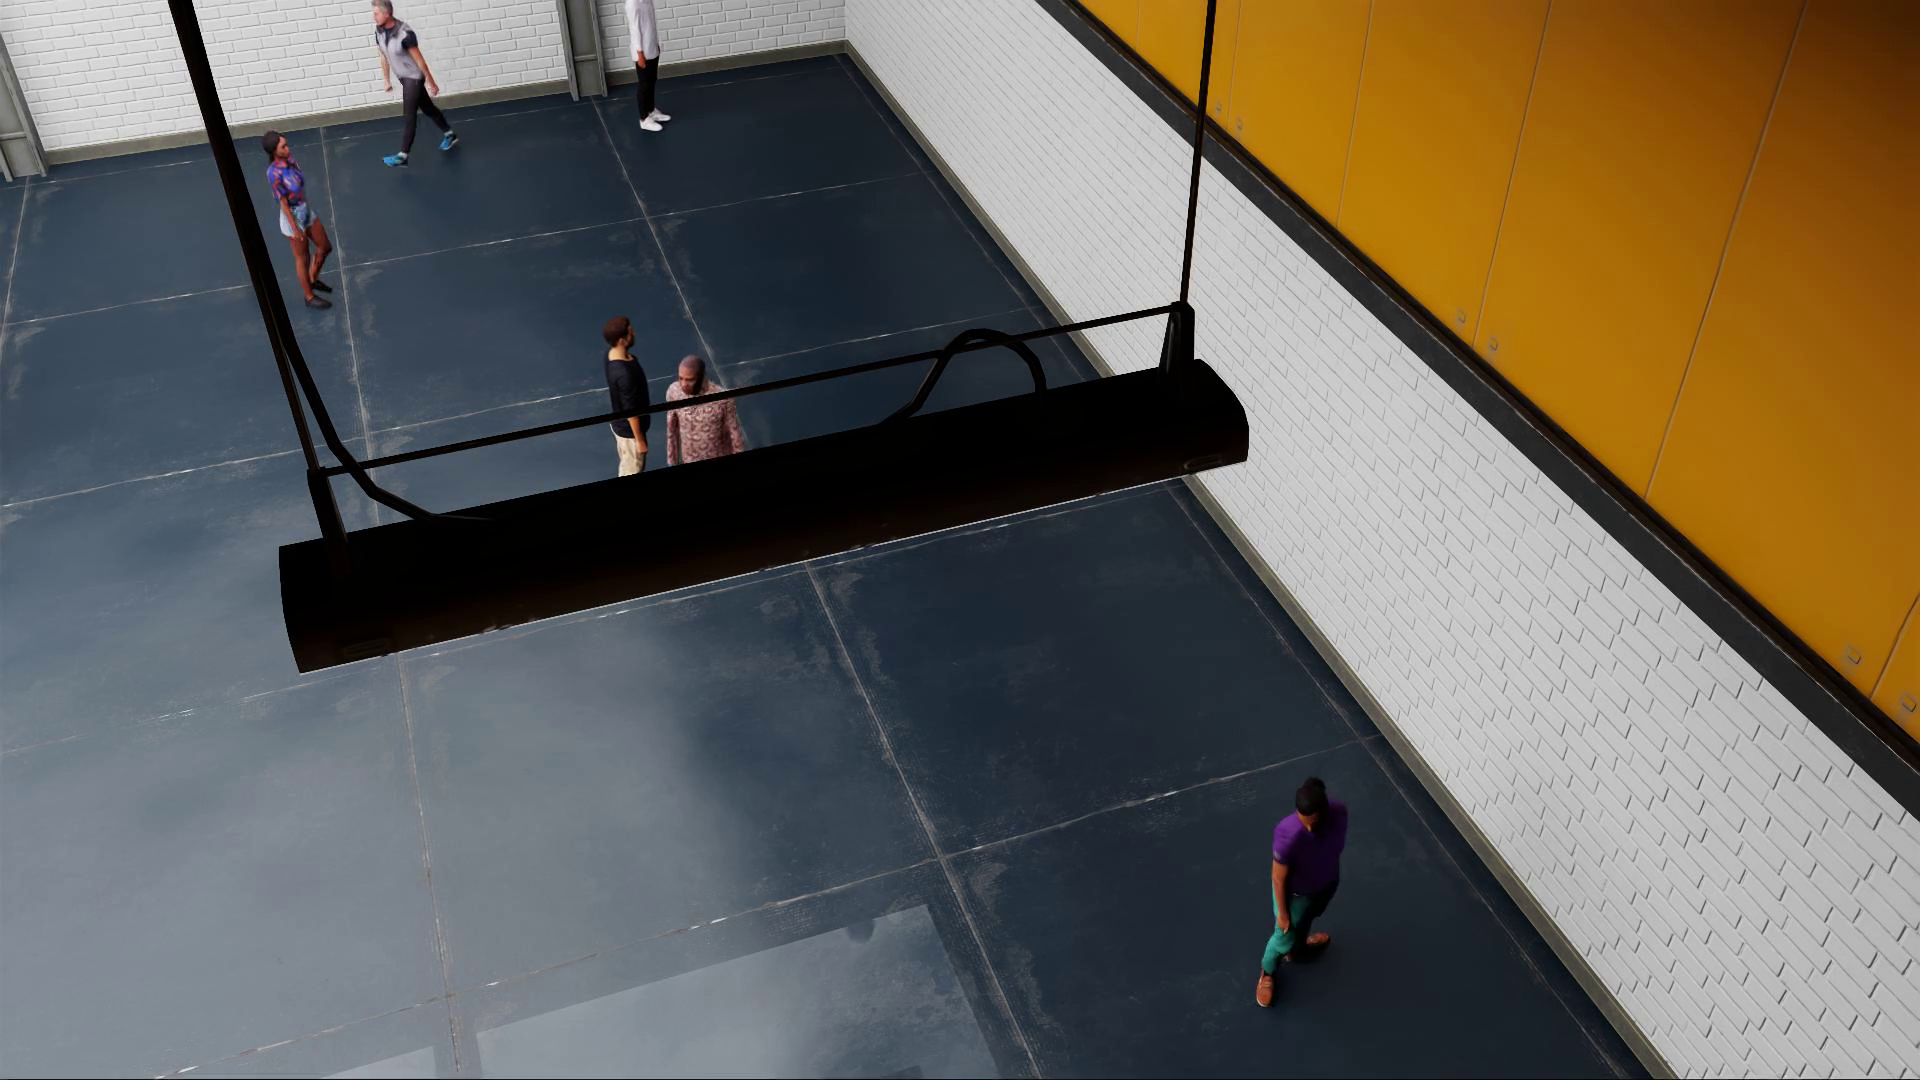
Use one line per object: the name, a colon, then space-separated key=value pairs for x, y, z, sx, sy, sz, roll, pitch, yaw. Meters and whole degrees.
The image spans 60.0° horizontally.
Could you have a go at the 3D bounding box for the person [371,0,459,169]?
person: x=-5.689 y=-4.844 z=17.517 sx=1.172 sy=1.751 sz=1.350 roll=22 pitch=44 yaw=25

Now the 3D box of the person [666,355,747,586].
person: x=-1.816 y=-0.654 z=12.253 sx=1.130 sy=1.774 sz=1.144 roll=11 pitch=40 yaw=13

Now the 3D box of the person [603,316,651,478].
person: x=-2.477 y=-0.845 z=12.431 sx=0.553 sy=1.850 sz=0.641 roll=-14 pitch=41 yaw=-17

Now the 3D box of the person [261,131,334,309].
person: x=-6.096 y=-2.896 z=15.093 sx=0.731 sy=1.732 sz=0.701 roll=5 pitch=39 yaw=7

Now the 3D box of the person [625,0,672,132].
person: x=-3.447 y=-5.397 z=18.164 sx=0.726 sy=1.808 sz=0.716 roll=8 pitch=39 yaw=10

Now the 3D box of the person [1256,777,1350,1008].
person: x=1.908 y=1.853 z=9.145 sx=0.947 sy=1.734 sz=0.628 roll=30 pitch=48 yaw=32
